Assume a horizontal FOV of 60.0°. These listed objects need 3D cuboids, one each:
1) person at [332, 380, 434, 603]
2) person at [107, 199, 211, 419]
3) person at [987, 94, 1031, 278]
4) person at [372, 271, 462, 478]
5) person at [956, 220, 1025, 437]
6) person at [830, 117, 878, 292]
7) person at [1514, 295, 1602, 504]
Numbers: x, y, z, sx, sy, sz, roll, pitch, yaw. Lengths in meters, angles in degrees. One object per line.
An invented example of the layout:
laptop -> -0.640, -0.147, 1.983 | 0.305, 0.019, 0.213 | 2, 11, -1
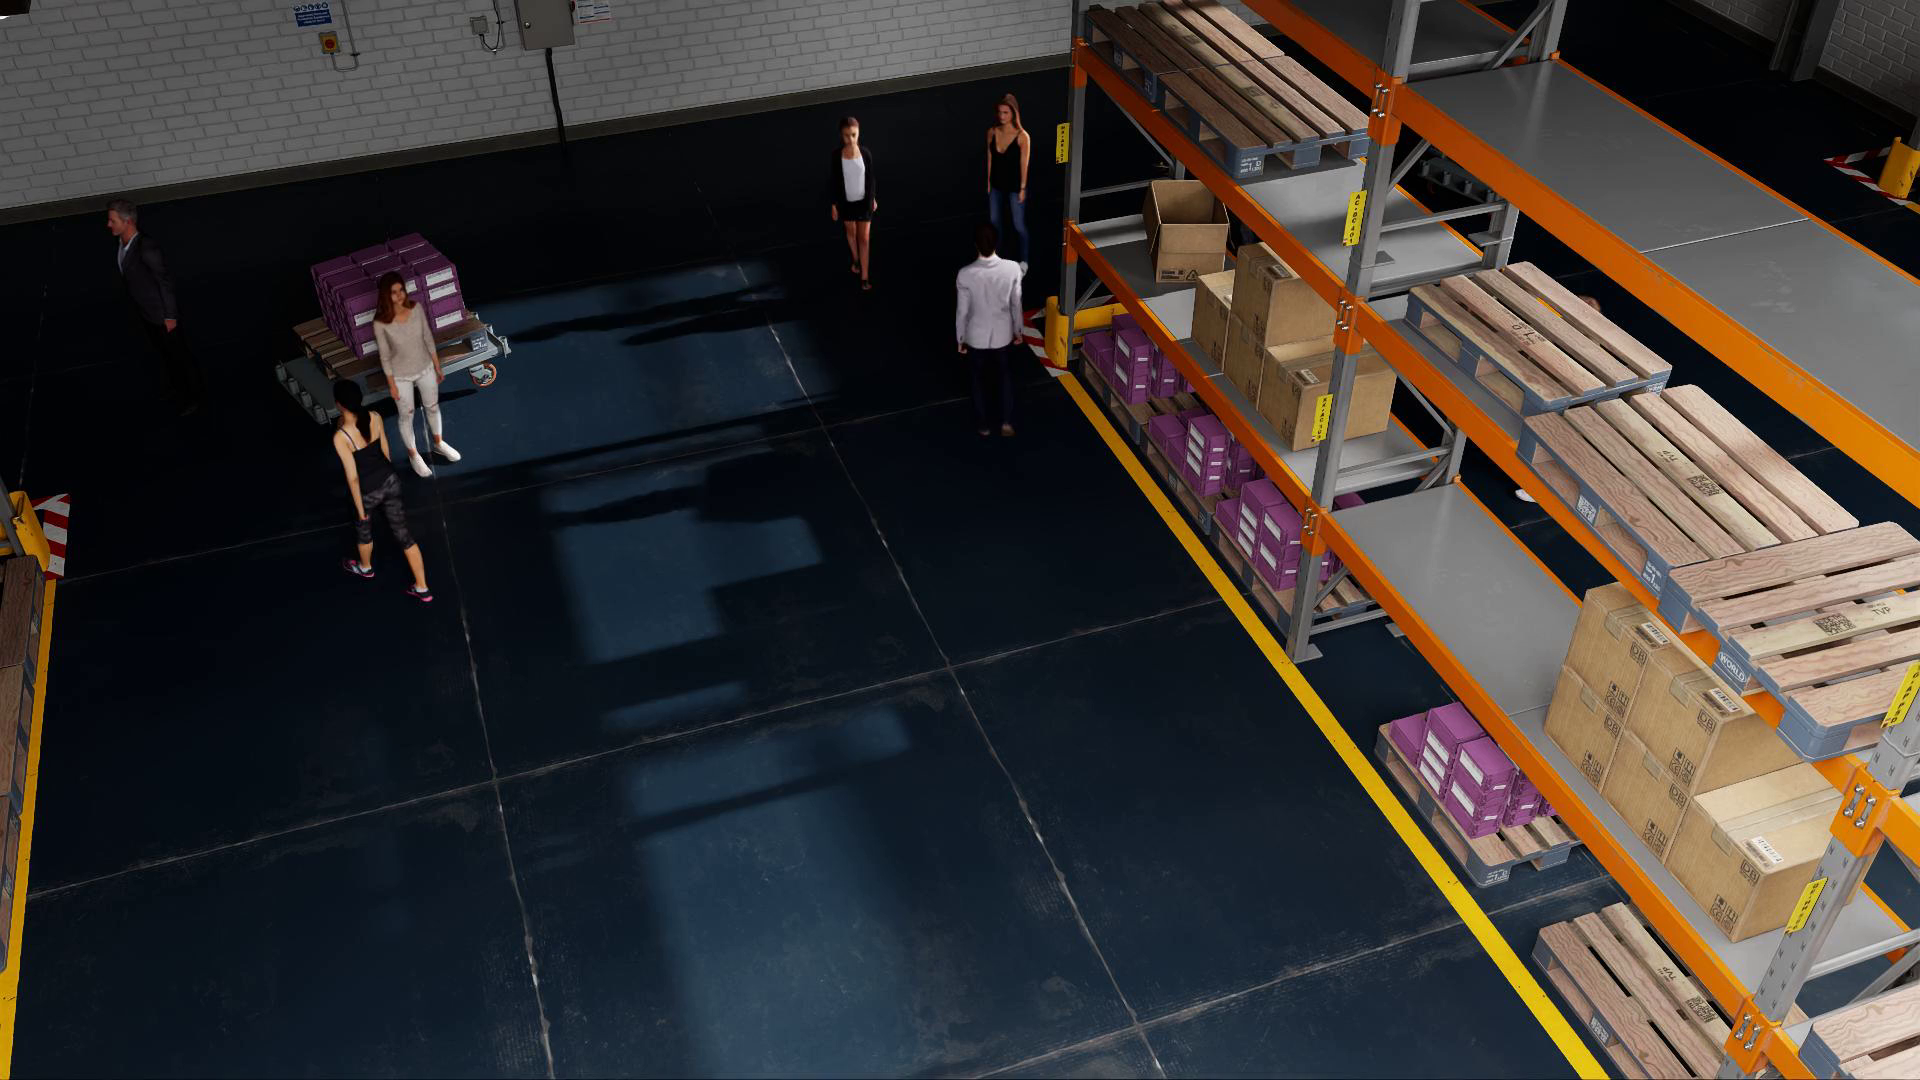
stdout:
person -> -3.865, -0.284, 11.193 | 1.087, 1.699, 0.949 | 22, 44, 25
person -> -6.305, -1.838, 13.024 | 0.729, 1.841, 0.859 | 29, 47, 31
person -> 0.431, -3.164, 14.783 | 0.642, 1.718, 0.712 | 19, 42, 22
person -> -4.105, -1.264, 12.414 | 0.663, 1.706, 0.672 | -31, 48, -33
person -> 0.242, -1.521, 12.630 | 0.765, 1.837, 0.873 | -6, 39, -8
person -> -0.943, -3.054, 14.795 | 0.758, 1.530, 1.025 | -2, 39, -2
person -> 4.383, -1.010, 12.083 | 0.754, 1.722, 0.706 | 18, 42, 21
